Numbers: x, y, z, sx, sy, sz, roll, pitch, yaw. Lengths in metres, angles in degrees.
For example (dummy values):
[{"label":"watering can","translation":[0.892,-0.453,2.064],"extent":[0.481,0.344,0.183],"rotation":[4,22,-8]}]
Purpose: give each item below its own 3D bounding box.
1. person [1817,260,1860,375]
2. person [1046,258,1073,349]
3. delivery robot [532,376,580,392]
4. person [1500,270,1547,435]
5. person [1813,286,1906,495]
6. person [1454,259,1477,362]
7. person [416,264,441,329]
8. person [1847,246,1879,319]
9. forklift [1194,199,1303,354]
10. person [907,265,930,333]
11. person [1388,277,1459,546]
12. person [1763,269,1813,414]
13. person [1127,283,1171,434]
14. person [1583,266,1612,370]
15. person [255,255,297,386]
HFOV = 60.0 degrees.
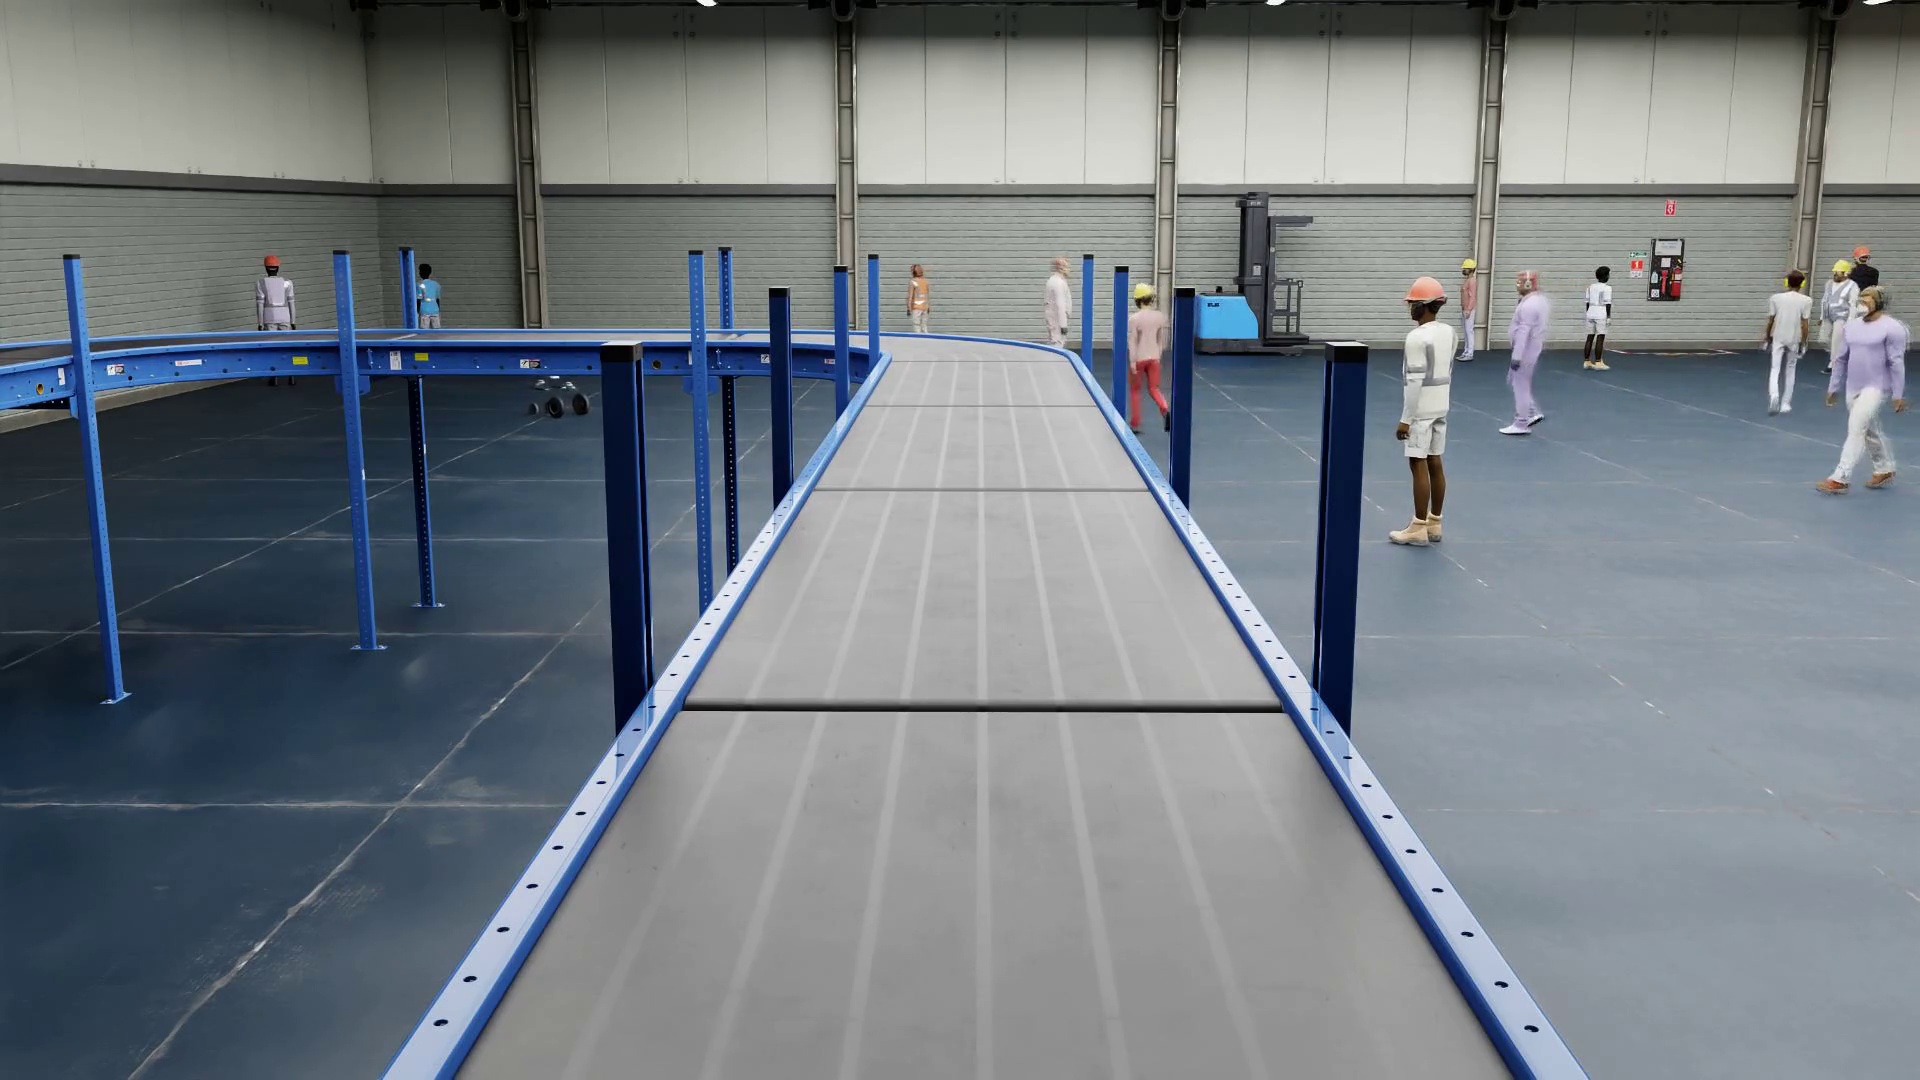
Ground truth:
[{"label":"person","translation":[14.040,-3.564,26.604],"extent":[0.459,1.818,0.621],"rotation":[-5,12,-23]},{"label":"person","translation":[1.485,-3.294,25.092],"extent":[0.434,1.887,0.661],"rotation":[-1,11,-7]},{"label":"delivery robot","translation":[-5.153,-2.026,21.166],"extent":[0.698,0.223,0.335],"rotation":[8,13,34]},{"label":"person","translation":[6.493,-2.158,19.171],"extent":[0.420,1.893,0.678],"rotation":[6,12,27]},{"label":"person","translation":[8.313,-1.382,15.243],"extent":[1.034,1.890,0.648],"rotation":[-4,12,-17]},{"label":"person","translation":[8.857,-4.011,29.048],"extent":[0.314,1.769,0.525],"rotation":[1,11,7]},{"label":"person","translation":[-9.236,-3.940,28.859],"extent":[0.317,1.695,0.540],"rotation":[7,13,30]},{"label":"person","translation":[15.431,-4.038,28.589],"extent":[0.612,1.997,0.376],"rotation":[-1,11,-7]},{"label":"forklift","translation":[5.313,-4.851,30.603],"extent":[1.873,2.768,1.129],"rotation":[0,11,1]},{"label":"person","translation":[-0.754,-4.214,30.443],"extent":[0.323,1.633,0.530],"rotation":[9,14,40]},{"label":"person","translation":[3.554,-0.990,12.804],"extent":[0.383,2.045,0.605],"rotation":[11,15,43]},{"label":"person","translation":[10.556,-2.535,21.263],"extent":[0.518,1.848,0.833],"rotation":[6,13,29]},{"label":"person","translation":[2.163,-2.075,19.134],"extent":[0.523,1.747,0.664],"rotation":[-6,12,-27]},{"label":"person","translation":[10.520,-3.657,27.398],"extent":[0.318,1.697,0.540],"rotation":[-4,12,-20]},{"label":"person","translation":[-10.250,-3.295,24.922],"extent":[0.548,1.936,0.378],"rotation":[-7,13,-32]}]
